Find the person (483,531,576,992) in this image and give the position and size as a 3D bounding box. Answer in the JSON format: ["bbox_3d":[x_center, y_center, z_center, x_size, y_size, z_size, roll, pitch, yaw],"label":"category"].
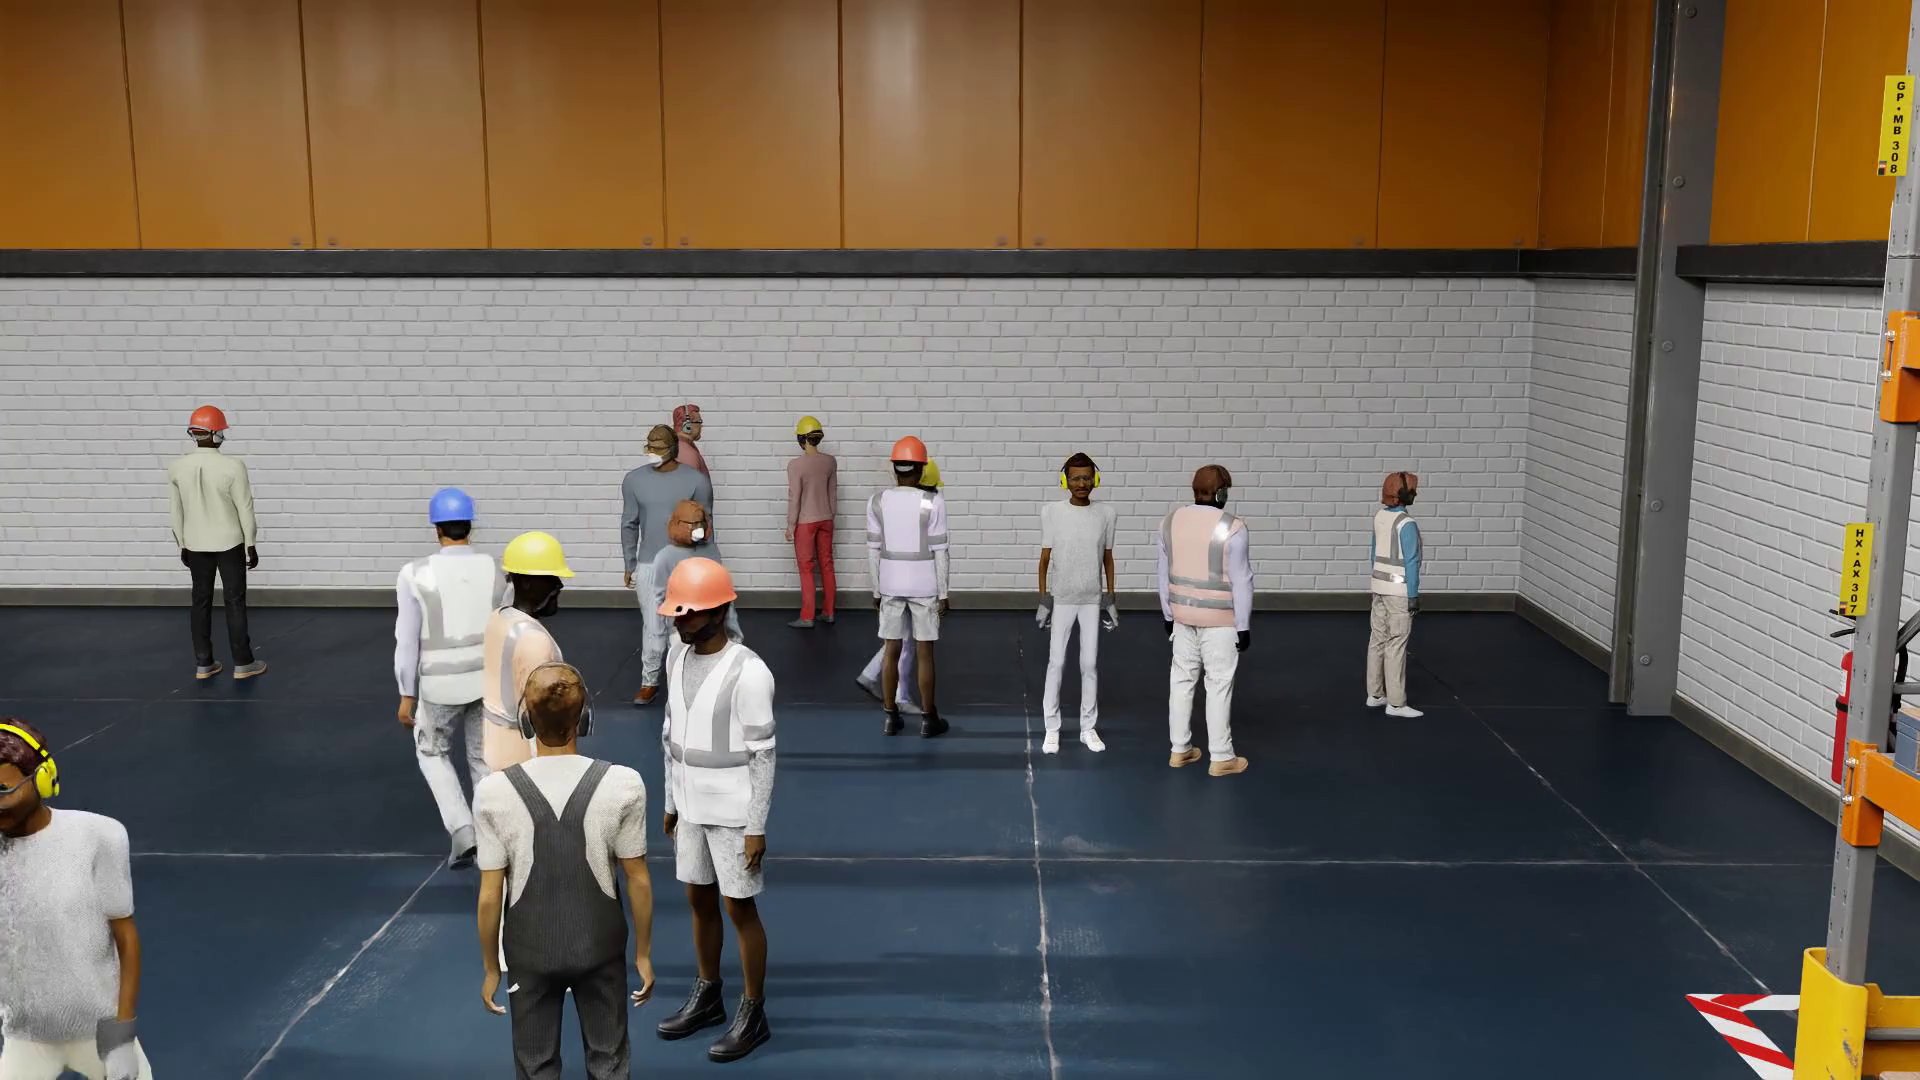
[{"bbox_3d":[-1.776,0.918,6.925,0.383,1.923,0.583,-6,11,-30],"label":"person"}]

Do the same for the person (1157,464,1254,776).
[{"bbox_3d":[1.470,0.467,9.871,0.629,1.842,0.429,9,13,43],"label":"person"}]

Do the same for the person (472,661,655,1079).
[{"bbox_3d":[-1.189,1.272,5.041,0.517,1.843,0.332,-2,10,-13],"label":"person"}]

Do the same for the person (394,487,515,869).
[{"bbox_3d":[-2.467,0.705,8.211,0.661,1.920,0.518,-7,12,-36],"label":"person"}]

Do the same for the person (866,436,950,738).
[{"bbox_3d":[-0.318,0.302,10.592,0.543,1.933,0.364,3,10,16],"label":"person"}]

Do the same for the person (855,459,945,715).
[{"bbox_3d":[-0.368,0.317,11.073,0.544,1.741,0.546,0,9,-1],"label":"person"}]

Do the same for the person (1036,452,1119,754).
[{"bbox_3d":[0.726,0.387,10.261,0.519,1.874,0.326,-1,10,-7],"label":"person"}]

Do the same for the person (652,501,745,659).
[{"bbox_3d":[-1.518,0.579,9.925,0.612,1.600,0.510,7,11,34],"label":"person"}]

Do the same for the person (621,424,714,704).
[{"bbox_3d":[-1.996,0.171,11.359,0.635,1.936,0.350,1,9,3],"label":"person"}]

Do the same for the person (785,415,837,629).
[{"bbox_3d":[-1.235,-0.147,13.775,0.311,1.768,0.532,8,13,42],"label":"person"}]

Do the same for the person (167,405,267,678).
[{"bbox_3d":[-5.397,0.022,12.075,0.612,1.995,0.376,0,9,3],"label":"person"}]

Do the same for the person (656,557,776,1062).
[{"bbox_3d":[-0.952,1.014,6.314,0.551,1.932,0.378,8,12,40],"label":"person"}]

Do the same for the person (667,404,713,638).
[{"bbox_3d":[-2.156,-0.128,13.242,0.404,1.906,0.652,-5,11,-29],"label":"person"}]

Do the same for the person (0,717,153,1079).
[{"bbox_3d":[-2.455,1.360,4.611,0.744,1.825,0.529,-1,10,-5],"label":"person"}]

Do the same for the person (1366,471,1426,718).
[{"bbox_3d":[2.907,0.360,11.118,0.310,1.639,0.514,-2,10,-15],"label":"person"}]
